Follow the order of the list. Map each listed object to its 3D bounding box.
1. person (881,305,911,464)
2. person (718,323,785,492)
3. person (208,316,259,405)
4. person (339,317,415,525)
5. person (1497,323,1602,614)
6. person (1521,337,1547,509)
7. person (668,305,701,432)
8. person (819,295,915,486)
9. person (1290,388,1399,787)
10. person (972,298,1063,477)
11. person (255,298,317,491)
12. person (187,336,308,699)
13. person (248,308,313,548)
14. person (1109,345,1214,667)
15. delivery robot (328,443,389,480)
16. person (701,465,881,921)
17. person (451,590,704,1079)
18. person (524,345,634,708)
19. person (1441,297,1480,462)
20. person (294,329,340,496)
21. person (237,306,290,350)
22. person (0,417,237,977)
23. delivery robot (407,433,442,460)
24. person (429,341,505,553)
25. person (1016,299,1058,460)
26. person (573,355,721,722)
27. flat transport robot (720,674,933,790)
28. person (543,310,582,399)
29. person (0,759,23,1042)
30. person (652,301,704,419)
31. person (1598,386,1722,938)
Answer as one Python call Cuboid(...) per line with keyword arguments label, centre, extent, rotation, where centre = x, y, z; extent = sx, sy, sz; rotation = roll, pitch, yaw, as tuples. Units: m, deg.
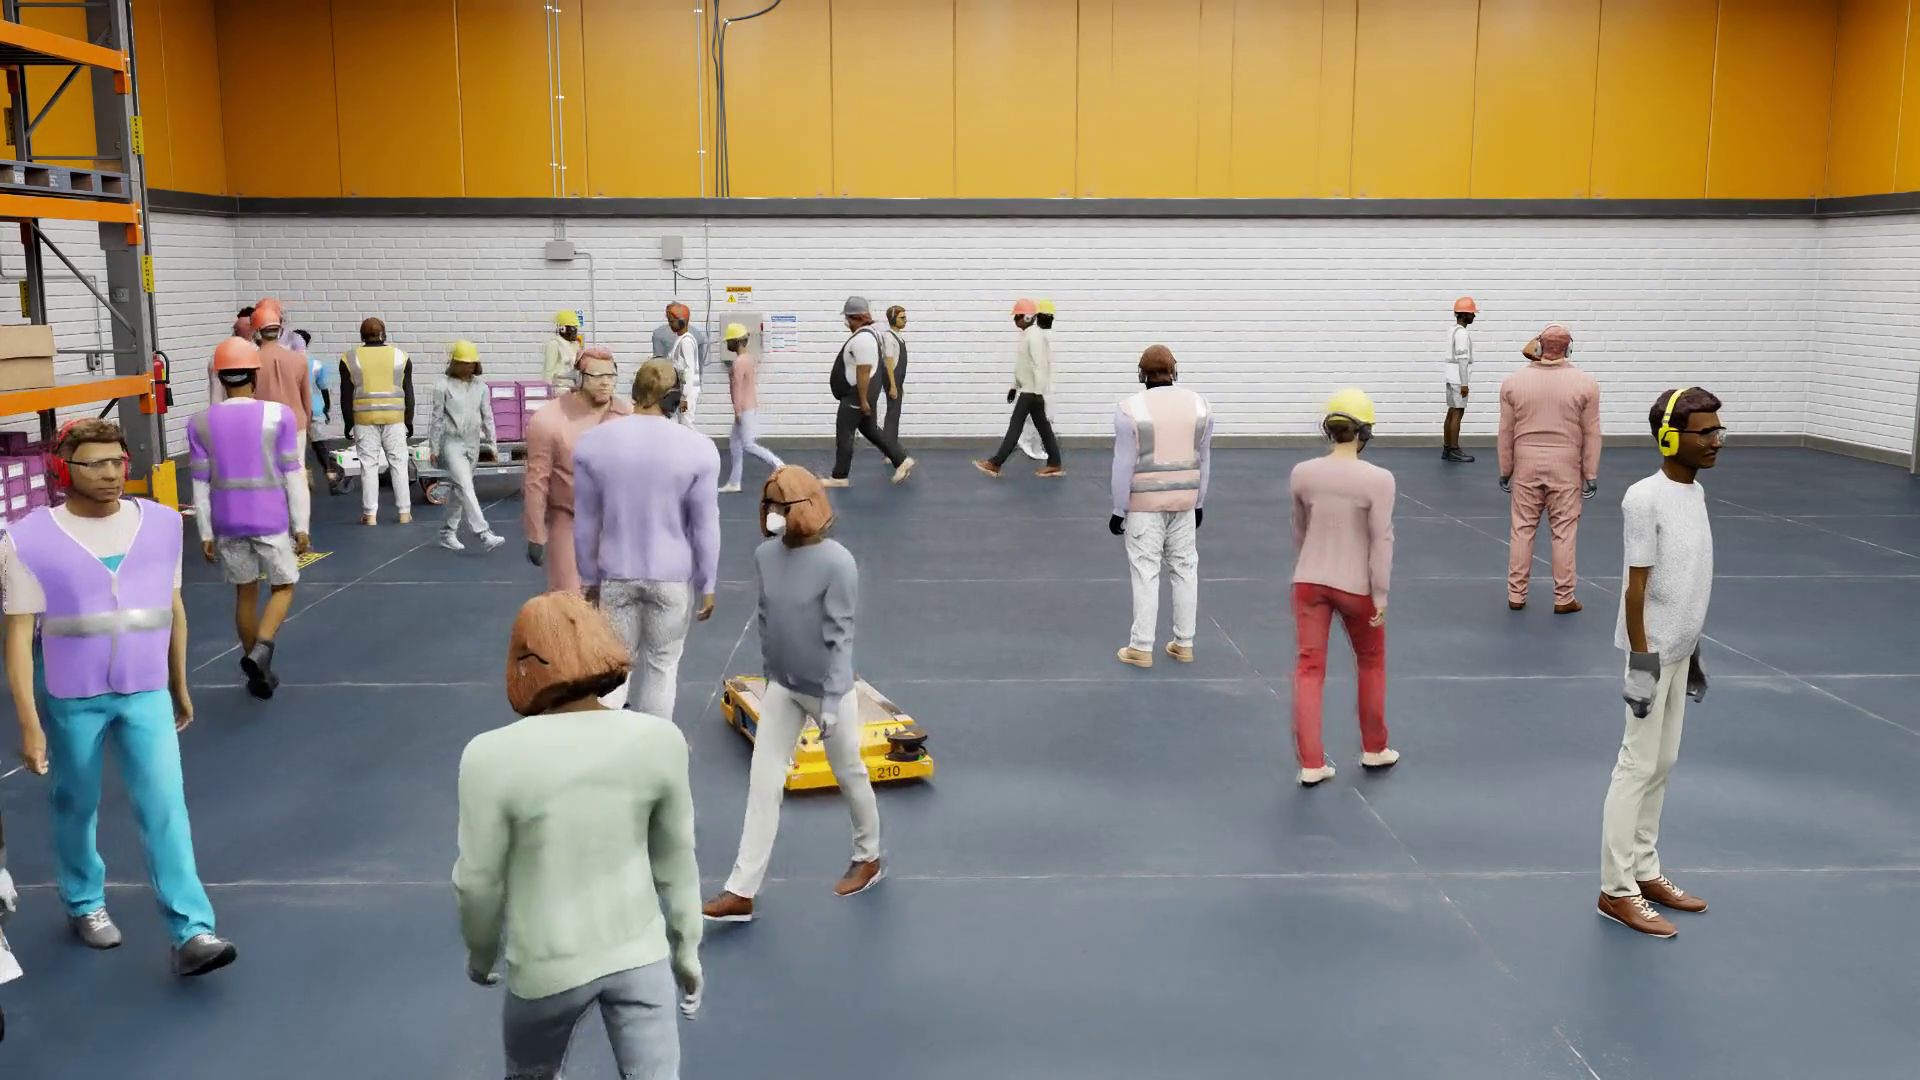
Cuboid(label="person", centre=(-0.746, -1.805, 19.380), extent=(0.346, 1.846, 0.506), rotation=(1, 9, 6))
Cuboid(label="person", centre=(-2.091, -1.319, 16.762), extent=(0.773, 1.736, 0.530), rotation=(1, 9, 5))
Cuboid(label="person", centre=(-6.114, -0.993, 14.368), extent=(0.661, 1.863, 0.975), rotation=(-2, 10, -14))
Cuboid(label="person", centre=(-5.165, -1.050, 14.769), extent=(0.624, 1.840, 0.430), rotation=(-4, 10, -25))
Cuboid(label="person", centre=(3.885, -0.468, 10.973), extent=(0.651, 1.913, 0.410), rotation=(5, 11, 30))
Cuboid(label="person", centre=(5.444, -1.112, 15.775), extent=(0.279, 1.633, 0.498), rotation=(-1, 9, -6))
Cuboid(label="person", centre=(-2.932, -1.539, 17.627), extent=(0.356, 1.885, 0.574), rotation=(-2, 10, -15))
Cuboid(label="person", centre=(-0.965, -1.569, 17.333), extent=(0.926, 2.000, 0.685), rotation=(1, 9, 7))
Cuboid(label="person", centre=(1.726, 0.198, 7.405), extent=(0.518, 1.734, 0.735), rotation=(7, 11, 35))
Cuboid(label="person", centre=(0.661, -1.638, 18.046), extent=(1.047, 1.936, 0.622), rotation=(0, 9, -3))
Cuboid(label="person", centre=(-6.770, -1.400, 16.503), extent=(0.624, 1.966, 1.021), rotation=(3, 10, 16))
Cuboid(label="person", centre=(-3.703, -0.093, 8.638), extent=(0.550, 1.920, 0.643), rotation=(-1, 9, -6))
Cuboid(label="person", centre=(-5.620, -0.923, 13.659), extent=(0.633, 1.939, 1.013), rotation=(-8, 12, -40))
Cuboid(label="person", centre=(1.133, -0.193, 9.521), extent=(0.619, 1.839, 0.430), rotation=(-4, 10, -22))
Cuboid(label="delivery robot", centre=(-6.073, -0.825, 17.027), extent=(0.707, 0.478, 0.477), rotation=(-8, 12, -40))
Cuboid(label="person", centre=(-0.563, 0.533, 5.814), extent=(0.517, 1.584, 0.847), rotation=(7, 12, 37))
Cuboid(label="person", centre=(-0.796, 0.907, 3.523), extent=(0.518, 1.583, 0.697), rotation=(-5, 11, -29))
Cuboid(label="person", centre=(-1.963, -0.078, 8.648), extent=(0.671, 1.883, 0.613), rotation=(-7, 12, -37))
Cuboid(label="person", centre=(5.901, -1.887, 19.598), extent=(0.358, 1.937, 0.548), rotation=(0, 9, 1))
Cuboid(label="person", centre=(-6.533, -1.257, 16.570), extent=(0.554, 1.680, 0.655), rotation=(-6, 11, -34))
Cuboid(label="person", centre=(-6.209, -1.107, 14.817), extent=(0.642, 1.932, 0.508), rotation=(-3, 10, -18))
Cuboid(label="person", centre=(-2.699, 0.509, 5.318), extent=(0.982, 1.794, 0.593), rotation=(9, 13, 42))
Cuboid(label="delivery robot", centre=(-5.484, -0.896, 17.463), extent=(0.477, 0.478, 0.707), rotation=(8, 12, 39))
Cuboid(label="person", centre=(-3.892, -0.728, 13.210), extent=(0.939, 1.681, 0.500), rotation=(7, 12, 37))
Cuboid(label="person", centre=(0.954, -1.880, 19.620), extent=(0.414, 1.911, 0.614), rotation=(1, 9, 3))
Cuboid(label="person", centre=(-1.331, 0.182, 7.031), extent=(0.651, 1.904, 0.634), rotation=(1, 9, 4))
Cuboid(label="flat transport robot", centre=(-0.667, 0.858, 7.861), extent=(0.652, 0.197, 1.431), rotation=(-3, 10, -20))
Cuboid(label="person", centre=(-4.360, -1.676, 18.718), extent=(0.724, 1.802, 0.624), rotation=(2, 9, 11))
Cuboid(label="person", centre=(-2.430, 0.819, 3.756), extent=(0.373, 1.681, 0.553), rotation=(9, 13, 44))
Cuboid(label="person", centre=(-3.201, -1.738, 18.804), extent=(0.655, 1.896, 0.617), rotation=(-5, 11, -30))
Cuboid(label="person", centre=(2.446, 0.406, 5.743), extent=(0.328, 1.873, 0.521), rotation=(9, 13, 43))
